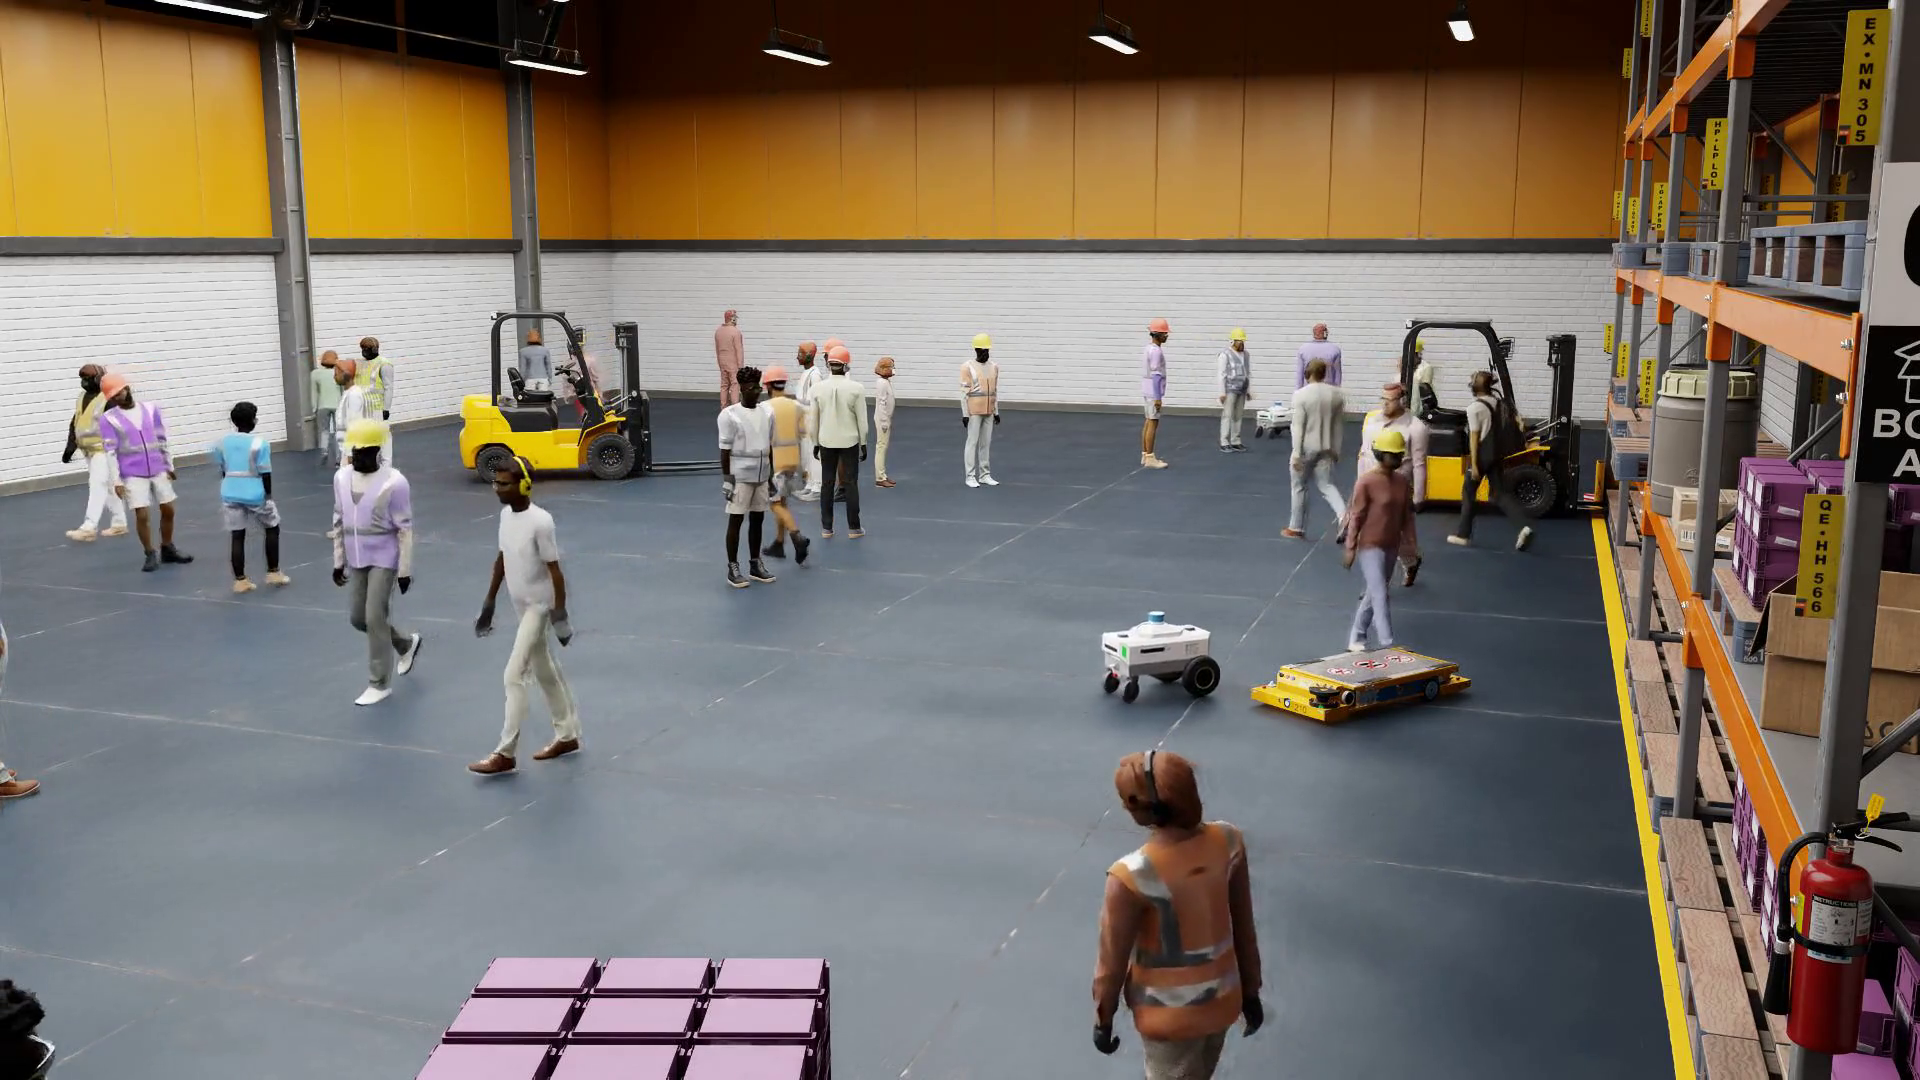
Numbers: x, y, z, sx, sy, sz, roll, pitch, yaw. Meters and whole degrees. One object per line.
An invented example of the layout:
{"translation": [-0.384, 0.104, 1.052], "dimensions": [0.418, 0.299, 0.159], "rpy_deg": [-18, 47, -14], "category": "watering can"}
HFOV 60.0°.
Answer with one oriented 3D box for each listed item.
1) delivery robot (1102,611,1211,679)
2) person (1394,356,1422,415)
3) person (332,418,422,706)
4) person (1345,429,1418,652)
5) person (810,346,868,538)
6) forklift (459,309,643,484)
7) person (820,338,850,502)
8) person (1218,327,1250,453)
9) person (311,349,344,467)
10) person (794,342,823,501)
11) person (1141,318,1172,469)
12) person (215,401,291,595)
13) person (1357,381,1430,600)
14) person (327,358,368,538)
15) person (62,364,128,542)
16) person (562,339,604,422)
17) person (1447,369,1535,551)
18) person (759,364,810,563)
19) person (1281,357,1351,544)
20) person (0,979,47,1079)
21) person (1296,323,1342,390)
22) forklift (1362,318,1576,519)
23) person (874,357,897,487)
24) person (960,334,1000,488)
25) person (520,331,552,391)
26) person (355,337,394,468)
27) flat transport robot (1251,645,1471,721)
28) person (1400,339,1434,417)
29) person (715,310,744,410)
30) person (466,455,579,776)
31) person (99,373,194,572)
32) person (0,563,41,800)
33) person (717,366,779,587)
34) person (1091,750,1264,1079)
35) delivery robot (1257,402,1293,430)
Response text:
{"translation": [1.326, 0.727, 11.244], "dimensions": [0.707, 0.478, 0.477], "rpy_deg": [-4, 11, -23], "category": "delivery robot"}
{"translation": [5.806, -1.575, 21.465], "dimensions": [0.785, 1.604, 0.549], "rpy_deg": [-5, 11, -25], "category": "person"}
{"translation": [-3.891, 0.115, 11.162], "dimensions": [0.601, 1.904, 0.689], "rpy_deg": [4, 11, 23], "category": "person"}
{"translation": [3.074, 0.066, 11.945], "dimensions": [0.544, 1.723, 0.820], "rpy_deg": [-7, 12, -33], "category": "person"}
{"translation": [-1.247, -1.009, 17.233], "dimensions": [0.612, 1.995, 0.382], "rpy_deg": [1, 10, 8], "category": "person"}
{"translation": [-5.354, -1.902, 21.697], "dimensions": [2.313, 2.155, 1.214], "rpy_deg": [-2, 10, -13], "category": "forklift"}
{"translation": [-1.468, -1.413, 19.668], "dimensions": [0.359, 1.939, 0.543], "rpy_deg": [1, 10, 3], "category": "person"}
{"translation": [4.043, -2.202, 24.412], "dimensions": [0.600, 1.828, 0.403], "rpy_deg": [-8, 13, -38], "category": "person"}
{"translation": [-8.564, -1.786, 22.664], "dimensions": [0.518, 1.617, 0.397], "rpy_deg": [-1, 10, -6], "category": "person"}
{"translation": [-1.786, -1.410, 19.808], "dimensions": [0.341, 1.879, 0.586], "rpy_deg": [-3, 11, -17], "category": "person"}
{"translation": [2.678, -1.997, 22.658], "dimensions": [0.396, 2.042, 0.611], "rpy_deg": [0, 10, -2], "category": "person"}
{"translation": [-6.202, -0.379, 14.590], "dimensions": [0.538, 1.677, 0.630], "rpy_deg": [1, 10, 7], "category": "person"}
{"translation": [3.770, -0.449, 14.417], "dimensions": [0.839, 1.876, 0.635], "rpy_deg": [-7, 12, -33], "category": "person"}
{"translation": [-6.237, -0.946, 17.209], "dimensions": [0.645, 1.873, 0.598], "rpy_deg": [-5, 11, -27], "category": "person"}
{"translation": [-8.970, -0.891, 17.104], "dimensions": [0.632, 1.811, 0.805], "rpy_deg": [7, 12, 33], "category": "person"}
{"translation": [-5.572, -2.181, 24.645], "dimensions": [0.573, 1.705, 0.887], "rpy_deg": [3, 10, 16], "category": "person"}
{"translation": [5.323, -0.788, 16.551], "dimensions": [0.524, 1.808, 0.926], "rpy_deg": [-6, 12, -30], "category": "person"}
{"translation": [-1.675, -0.724, 15.890], "dimensions": [0.550, 1.907, 0.818], "rpy_deg": [-8, 13, -40], "category": "person"}
{"translation": [3.662, -0.903, 16.908], "dimensions": [0.628, 1.911, 0.892], "rpy_deg": [-5, 11, -26], "category": "person"}
{"translation": [-1.940, 1.635, 3.289], "dimensions": [0.442, 1.666, 0.573], "rpy_deg": [-1, 10, -7], "category": "person"}
{"translation": [5.207, -2.188, 24.133], "dimensions": [0.639, 1.904, 0.402], "rpy_deg": [3, 10, 16], "category": "person"}
{"translation": [5.787, -1.437, 19.079], "dimensions": [2.313, 2.155, 1.214], "rpy_deg": [3, 11, 19], "category": "forklift"}
{"translation": [-0.939, -1.483, 20.916], "dimensions": [0.279, 1.634, 0.497], "rpy_deg": [1, 10, 4], "category": "person"}
{"translation": [0.268, -1.628, 20.906], "dimensions": [0.594, 1.926, 0.366], "rpy_deg": [-9, 13, -40], "category": "person"}
{"translation": [-6.982, -2.636, 27.443], "dimensions": [0.552, 1.626, 0.388], "rpy_deg": [-5, 11, -28], "category": "person"}
{"translation": [-7.677, -1.737, 21.767], "dimensions": [0.622, 1.843, 0.429], "rpy_deg": [7, 12, 33], "category": "person"}
{"translation": [2.693, 0.938, 11.119], "dimensions": [1.431, 0.197, 0.652], "rpy_deg": [-7, 12, -34], "category": "flat transport robot"}
{"translation": [6.064, -1.805, 22.252], "dimensions": [0.428, 1.799, 0.617], "rpy_deg": [-6, 11, -29], "category": "person"}
{"translation": [-3.981, -3.064, 29.052], "dimensions": [0.642, 1.908, 0.407], "rpy_deg": [9, 13, 41], "category": "person"}
{"translation": [-2.585, 0.430, 9.585], "dimensions": [0.869, 1.834, 0.527], "rpy_deg": [-8, 13, -38], "category": "person"}
{"translation": [-7.603, -0.635, 15.493], "dimensions": [0.380, 1.863, 0.717], "rpy_deg": [8, 13, 40], "category": "person"}
{"translation": [-5.390, 0.464, 9.095], "dimensions": [0.630, 1.940, 0.373], "rpy_deg": [9, 13, 41], "category": "person"}
{"translation": [-1.882, -0.574, 14.862], "dimensions": [0.369, 1.965, 0.608], "rpy_deg": [10, 14, 43], "category": "person"}
{"translation": [0.589, 1.371, 4.906], "dimensions": [0.538, 1.598, 0.755], "rpy_deg": [-8, 13, -37], "category": "person"}
{"translation": [5.023, -1.944, 26.274], "dimensions": [0.707, 0.478, 0.477], "rpy_deg": [-8, 12, -39], "category": "delivery robot"}
